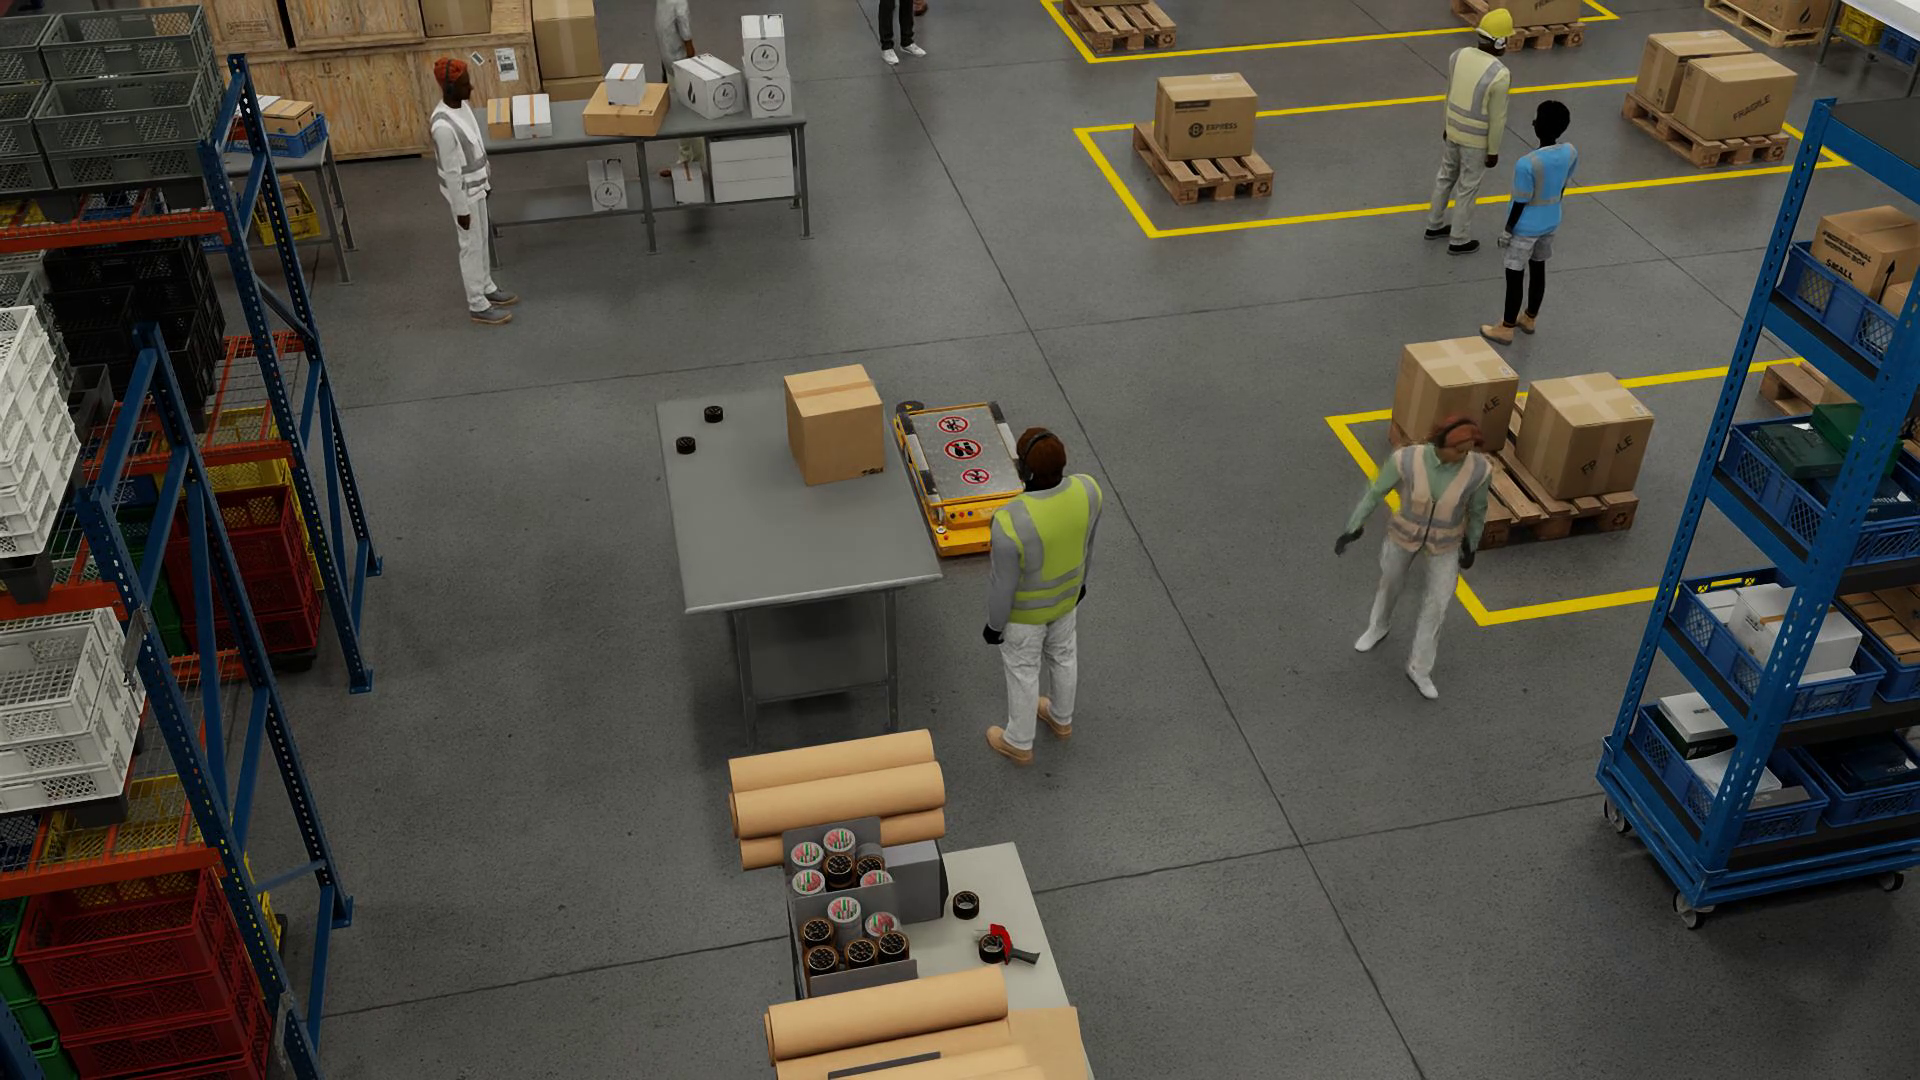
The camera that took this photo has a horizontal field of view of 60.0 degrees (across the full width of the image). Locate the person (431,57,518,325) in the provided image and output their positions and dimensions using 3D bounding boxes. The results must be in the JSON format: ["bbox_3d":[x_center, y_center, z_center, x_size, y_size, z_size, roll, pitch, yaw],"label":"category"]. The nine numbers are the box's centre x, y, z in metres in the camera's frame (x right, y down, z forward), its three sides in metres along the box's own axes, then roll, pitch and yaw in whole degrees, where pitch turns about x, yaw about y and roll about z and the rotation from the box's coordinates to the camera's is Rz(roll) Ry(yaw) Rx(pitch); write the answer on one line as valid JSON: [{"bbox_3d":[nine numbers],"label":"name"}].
[{"bbox_3d":[-3.366,-2.390,11.409,0.353,1.879,0.567,0,37,0],"label":"person"}]

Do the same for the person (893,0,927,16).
[{"bbox_3d":[-0.543,-6.167,16.470,0.657,1.901,0.396,5,37,7],"label":"person"}]

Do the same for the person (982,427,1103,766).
[{"bbox_3d":[0.356,0.268,7.863,0.637,1.842,0.429,-26,44,-31],"label":"person"}]

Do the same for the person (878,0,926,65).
[{"bbox_3d":[-0.562,-5.437,15.473,0.587,1.913,0.391,-25,44,-30],"label":"person"}]

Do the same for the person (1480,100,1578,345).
[{"bbox_3d":[3.846,-2.131,11.206,0.539,1.695,0.319,-22,42,-27],"label":"person"}]

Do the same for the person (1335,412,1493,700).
[{"bbox_3d":[2.252,0.027,8.375,0.698,1.612,0.622,10,38,13],"label":"person"}]

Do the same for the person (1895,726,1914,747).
[{"bbox_3d":[4.655,0.317,7.689,0.409,1.980,0.620,-21,41,-25],"label":"person"}]

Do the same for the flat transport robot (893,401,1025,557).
[{"bbox_3d":[0.046,-0.430,10.108,0.652,0.197,1.431,-8,37,-10],"label":"flat transport robot"}]

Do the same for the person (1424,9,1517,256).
[{"bbox_3d":[3.788,-3.006,12.281,0.403,1.823,0.596,-15,39,-19],"label":"person"}]

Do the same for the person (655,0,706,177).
[{"bbox_3d":[-2.249,-3.691,13.166,0.334,1.865,0.517,-19,41,-23],"label":"person"}]
